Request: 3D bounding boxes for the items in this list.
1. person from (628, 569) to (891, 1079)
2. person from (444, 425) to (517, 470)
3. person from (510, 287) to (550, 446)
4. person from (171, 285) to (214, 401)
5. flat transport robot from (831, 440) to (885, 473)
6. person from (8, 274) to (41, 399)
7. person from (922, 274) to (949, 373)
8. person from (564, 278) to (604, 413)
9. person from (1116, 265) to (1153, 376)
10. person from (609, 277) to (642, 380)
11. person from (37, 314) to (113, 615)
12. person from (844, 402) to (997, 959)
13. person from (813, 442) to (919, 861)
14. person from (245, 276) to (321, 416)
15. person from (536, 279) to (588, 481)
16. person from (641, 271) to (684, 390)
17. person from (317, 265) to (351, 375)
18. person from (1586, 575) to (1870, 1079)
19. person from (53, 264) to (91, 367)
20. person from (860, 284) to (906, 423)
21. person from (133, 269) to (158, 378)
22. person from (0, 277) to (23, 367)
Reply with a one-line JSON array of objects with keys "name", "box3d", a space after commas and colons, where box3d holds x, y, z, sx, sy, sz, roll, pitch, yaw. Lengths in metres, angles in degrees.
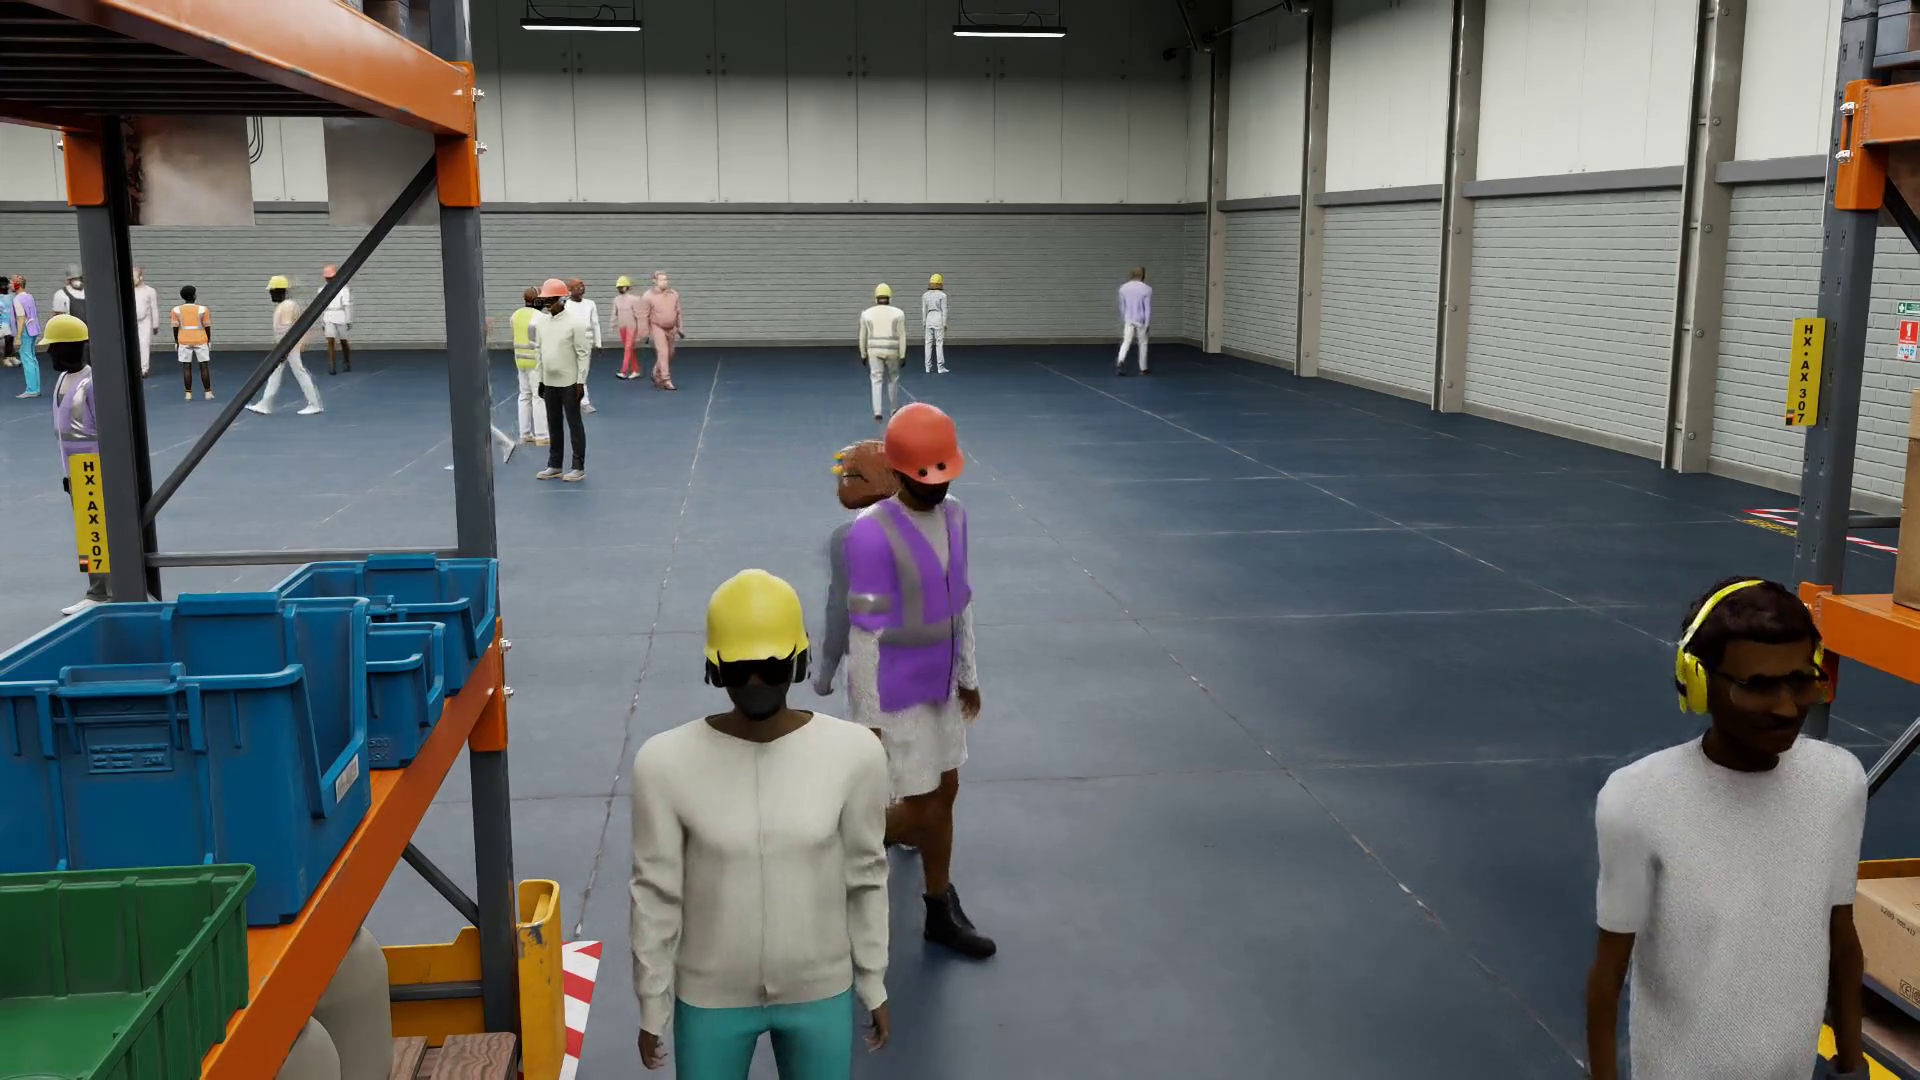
[{"name": "person", "box3d": [-0.395, 0.922, 3.371, 0.533, 1.767, 0.326, -2, 11, -12]}, {"name": "person", "box3d": [-5.022, -1.544, 17.312, 0.730, 1.610, 0.520, -5, 12, -27]}, {"name": "person", "box3d": [-4.900, -1.996, 19.198, 0.629, 1.838, 0.429, 8, 13, 38]}, {"name": "person", "box3d": [-11.302, -2.899, 24.499, 0.535, 1.699, 0.321, -3, 11, -18]}, {"name": "flat transport robot", "box3d": [-0.863, -0.868, 17.284, 0.652, 0.197, 1.431, 2, 10, 9]}, {"name": "person", "box3d": [-13.964, -3.036, 24.851, 0.390, 1.846, 0.565, -3, 11, -14]}, {"name": "person", "box3d": [-0.437, -3.850, 29.592, 0.487, 1.744, 0.314, 5, 12, 27]}, {"name": "person", "box3d": [-5.315, -2.711, 23.091, 0.576, 1.846, 0.933, -10, 14, -42]}, {"name": "person", "box3d": [3.029, -3.788, 28.794, 0.630, 1.915, 0.895, 6, 12, 29]}, {"name": "person", "box3d": [-5.677, -3.566, 28.096, 0.545, 1.719, 0.895, 5, 12, 28]}, {"name": "person", "box3d": [-5.494, -0.446, 10.429, 0.594, 1.924, 0.382, 9, 14, 40]}, {"name": "person", "box3d": [-0.187, 0.474, 5.475, 0.601, 1.896, 0.629, 6, 12, 30]}, {"name": "person", "box3d": [-0.318, 0.438, 6.407, 0.284, 1.630, 0.554, 9, 14, 40]}, {"name": "person", "box3d": [-9.144, -2.605, 22.395, 0.974, 1.870, 0.609, -7, 12, -32]}, {"name": "person", "box3d": [-3.947, -1.575, 16.430, 0.612, 1.994, 0.395, 6, 12, 29]}, {"name": "person", "box3d": [-4.738, -3.334, 26.407, 0.643, 1.881, 0.871, -10, 14, -42]}, {"name": "person", "box3d": [-11.032, -3.892, 29.381, 0.542, 1.909, 0.926, -2, 11, -13]}, {"name": "person", "box3d": [1.333, 0.954, 2.956, 0.528, 1.852, 0.710, -2, 11, -13]}, {"name": "person", "box3d": [-13.220, -3.167, 25.035, 0.784, 2.000, 0.701, 9, 14, 41]}, {"name": "person", "box3d": [-1.003, -2.459, 21.848, 0.616, 1.780, 0.916, 1, 10, 3]}, {"name": "person", "box3d": [-14.158, -3.733, 28.639, 0.644, 1.865, 0.968, -2, 11, -10]}, {"name": "person", "box3d": [-17.529, -4.009, 30.690, 0.859, 1.643, 0.547, 6, 12, 29]}]
